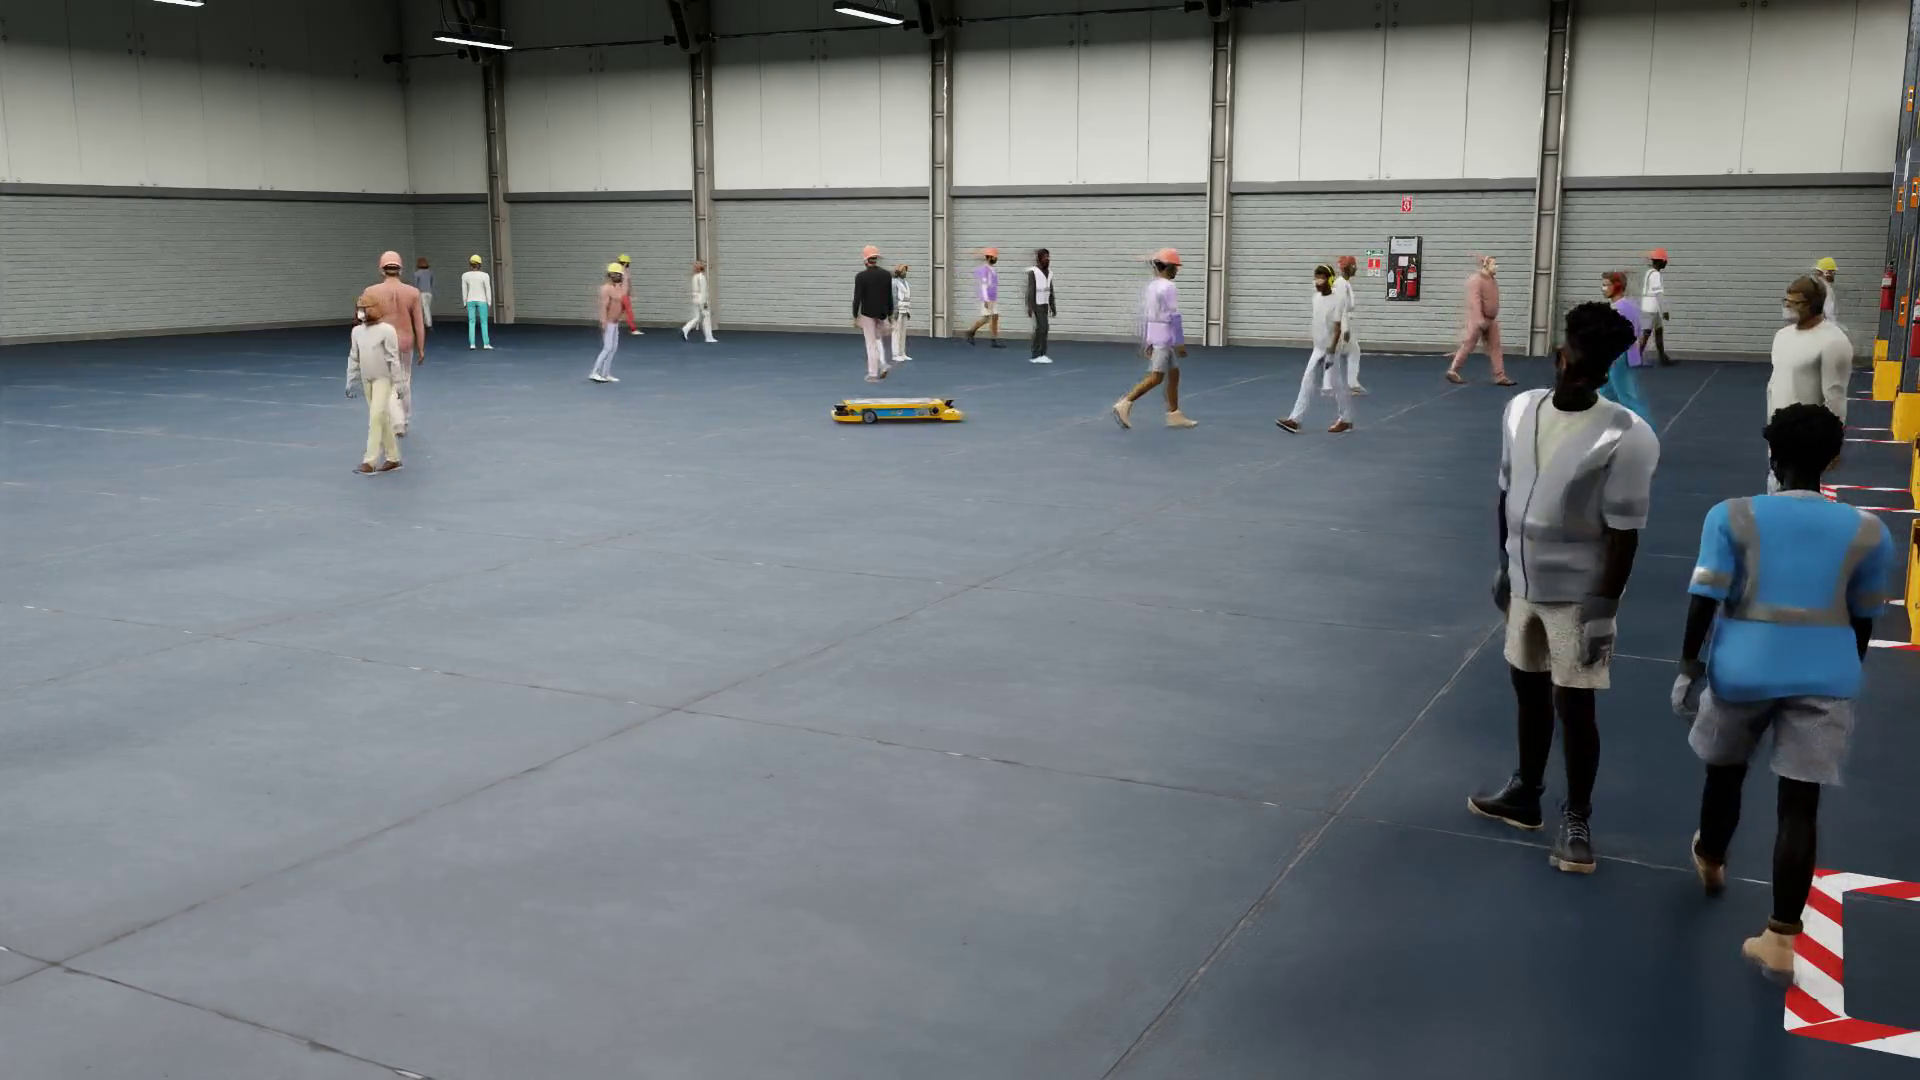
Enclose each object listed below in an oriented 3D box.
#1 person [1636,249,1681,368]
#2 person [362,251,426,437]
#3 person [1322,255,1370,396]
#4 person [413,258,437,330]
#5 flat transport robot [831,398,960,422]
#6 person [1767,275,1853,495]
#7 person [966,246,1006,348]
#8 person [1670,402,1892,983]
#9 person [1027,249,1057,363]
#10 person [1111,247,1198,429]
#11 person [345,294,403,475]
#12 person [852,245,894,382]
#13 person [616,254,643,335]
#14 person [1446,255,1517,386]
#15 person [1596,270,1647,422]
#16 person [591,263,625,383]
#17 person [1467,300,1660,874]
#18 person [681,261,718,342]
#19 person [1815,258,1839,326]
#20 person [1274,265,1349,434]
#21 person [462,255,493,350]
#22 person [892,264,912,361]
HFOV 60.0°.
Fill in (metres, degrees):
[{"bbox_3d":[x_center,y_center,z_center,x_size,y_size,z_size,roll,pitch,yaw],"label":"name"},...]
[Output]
[{"bbox_3d":[11.259,-3.713,26.756,0.659,1.925,0.556,4,11,20],"label":"person"},{"bbox_3d":[-6.037,-2.090,17.740,0.616,1.960,0.892,-6,12,-30],"label":"person"},{"bbox_3d":[5.150,-2.806,21.910,0.757,1.859,0.620,4,11,19],"label":"person"},{"bbox_3d":[-12.207,-5.583,37.759,0.801,1.592,0.523,9,14,42],"label":"person"},{"bbox_3d":[-0.752,-1.507,19.181,1.431,0.197,0.652,-1,10,-8],"label":"flat transport robot"},{"bbox_3d":[5.104,-0.629,9.944,0.884,1.909,0.636,-1,10,-5],"label":"person"},{"bbox_3d":[0.512,-4.581,31.432,0.694,1.922,0.563,6,12,28],"label":"person"},{"bbox_3d":[2.430,0.410,4.987,0.571,1.629,0.893,3,11,17],"label":"person"},{"bbox_3d":[1.441,-3.890,27.714,0.660,1.899,0.621,7,13,34],"label":"person"},{"bbox_3d":[2.140,-2.200,18.247,0.958,2.009,0.617,-2,11,-10],"label":"person"},{"bbox_3d":[-5.284,-1.372,14.808,0.517,1.602,0.753,6,12,28],"label":"person"},{"bbox_3d":[-1.279,-3.282,24.189,0.648,1.979,0.440,-7,13,-35],"label":"person"},{"bbox_3d":[-7.258,-5.278,35.761,0.872,1.730,0.527,2,11,10],"label":"person"},{"bbox_3d":[7.445,-3.132,23.738,0.643,1.862,1.003,-8,13,-38],"label":"person"},{"bbox_3d":[6.137,-1.635,15.715,1.010,1.791,0.583,5,11,23],"label":"person"},{"bbox_3d":[-5.072,-3.152,24.177,0.459,1.736,0.563,1,10,7],"label":"person"},{"bbox_3d":[2.005,0.144,5.695,0.381,1.929,0.780,-5,11,-24],"label":"person"},{"bbox_3d":[-5.185,-4.727,33.049,0.676,1.619,0.531,-5,12,-28],"label":"person"},{"bbox_3d":[12.286,-3.074,23.545,0.763,1.804,0.600,3,11,18],"label":"person"},{"bbox_3d":[3.850,-2.022,17.794,1.005,1.808,0.530,-6,12,-30],"label":"person"},{"bbox_3d":[-9.025,-4.442,31.111,0.533,1.765,0.330,0,10,0],"label":"person"},{"bbox_3d":[-1.009,-3.864,28.296,0.308,1.641,0.514,4,11,22],"label":"person"}]
